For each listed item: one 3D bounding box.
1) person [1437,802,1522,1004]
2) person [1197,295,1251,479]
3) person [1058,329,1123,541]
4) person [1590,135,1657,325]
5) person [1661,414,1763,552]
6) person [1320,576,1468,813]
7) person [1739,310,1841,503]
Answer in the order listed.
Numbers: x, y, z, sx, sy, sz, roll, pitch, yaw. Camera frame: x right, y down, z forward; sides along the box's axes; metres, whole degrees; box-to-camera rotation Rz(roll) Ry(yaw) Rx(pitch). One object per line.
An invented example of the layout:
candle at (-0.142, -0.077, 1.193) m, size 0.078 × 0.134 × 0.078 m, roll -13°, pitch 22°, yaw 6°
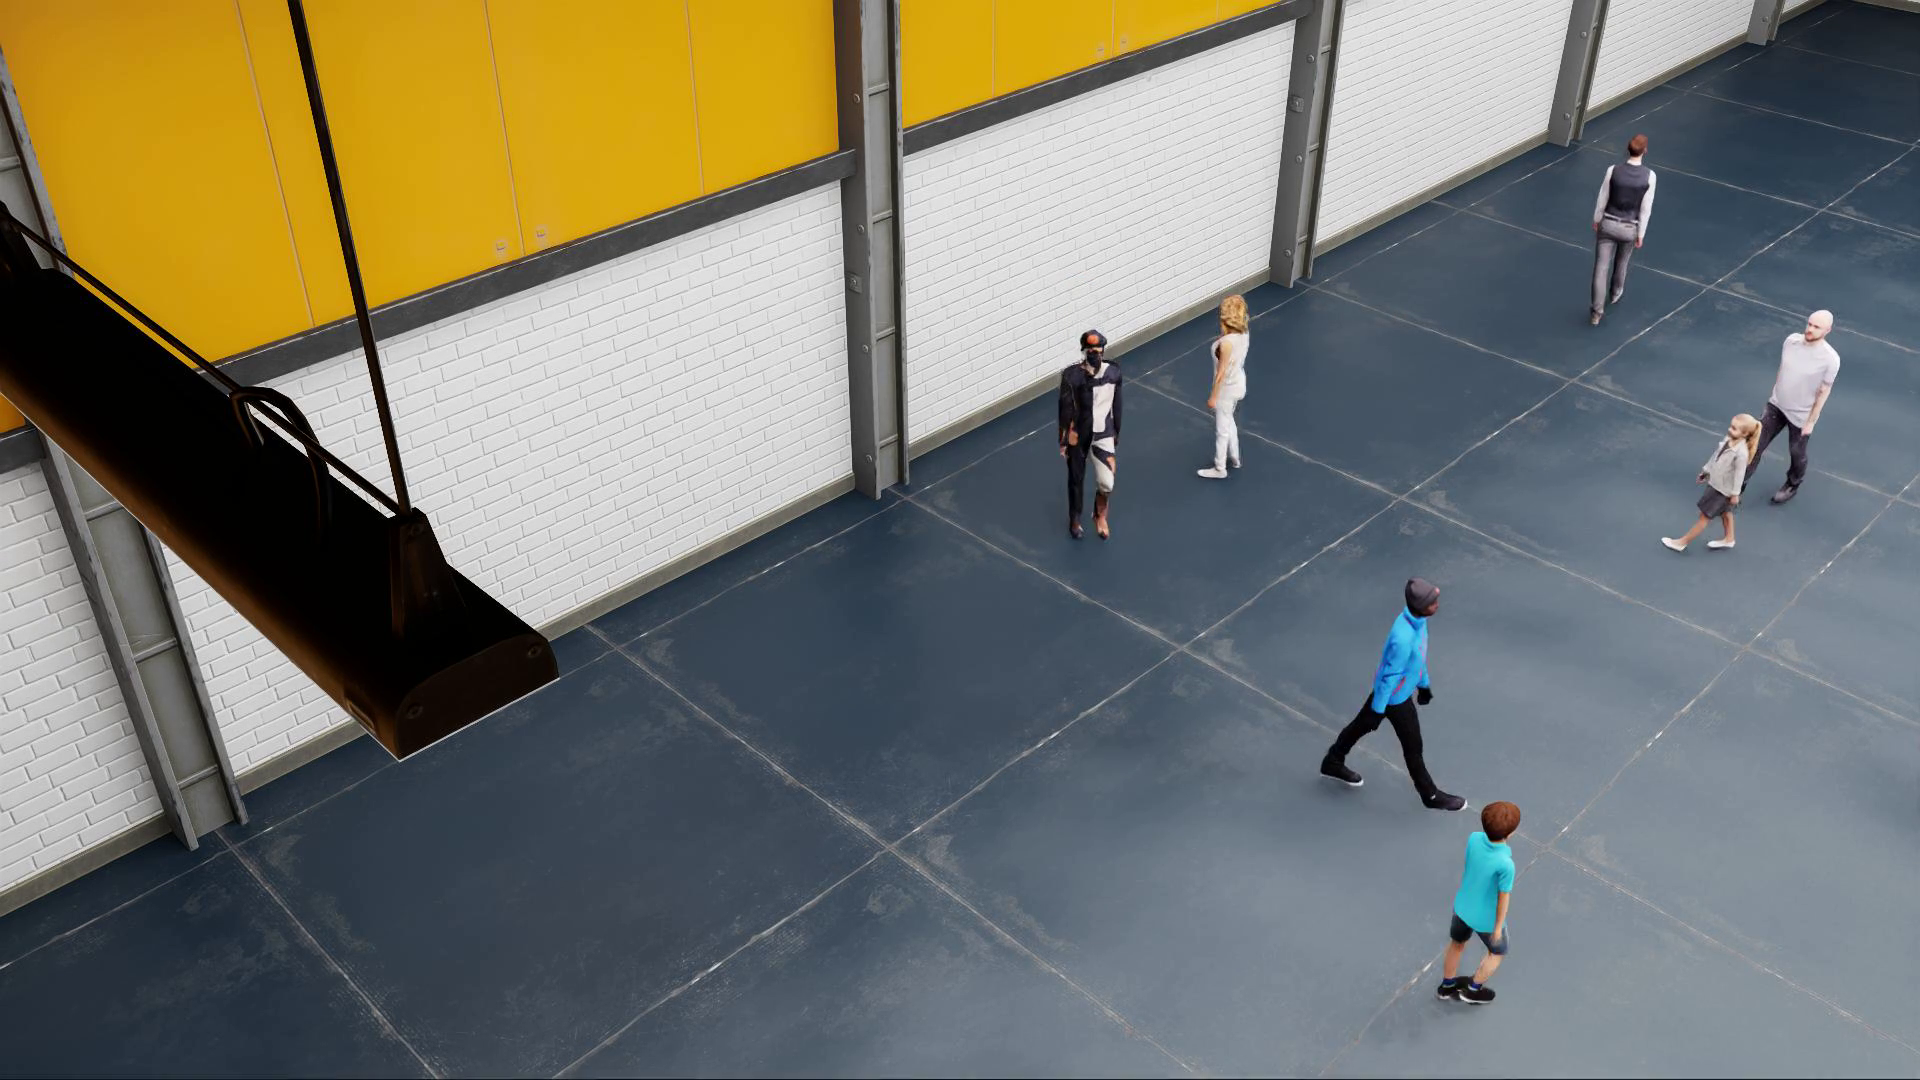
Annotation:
person at (2.859, 2.067, 9.308) m, size 0.613 × 1.442 × 0.610 m, roll -15°, pitch 37°, yaw -22°
person at (2.318, -1.303, 14.177) m, size 0.762 × 1.663 × 0.591 m, roll 11°, pitch 35°, yaw 16°
person at (1.023, -0.880, 13.346) m, size 0.816 × 1.879 × 0.882 m, roll -1°, pitch 34°, yaw -2°
person at (6.559, -3.069, 16.613) m, size 0.915 × 1.908 × 1.193 m, roll 16°, pitch 37°, yaw 23°
person at (6.149, -0.435, 13.249) m, size 0.866 × 1.246 × 0.850 m, roll 4°, pitch 34°, yaw 6°
person at (2.687, 0.974, 10.692) m, size 1.016 × 1.729 × 1.218 m, roll 13°, pitch 36°, yaw 18°
person at (6.929, -1.063, 13.707) m, size 1.263 × 1.785 × 0.912 m, roll -17°, pitch 37°, yaw -24°
